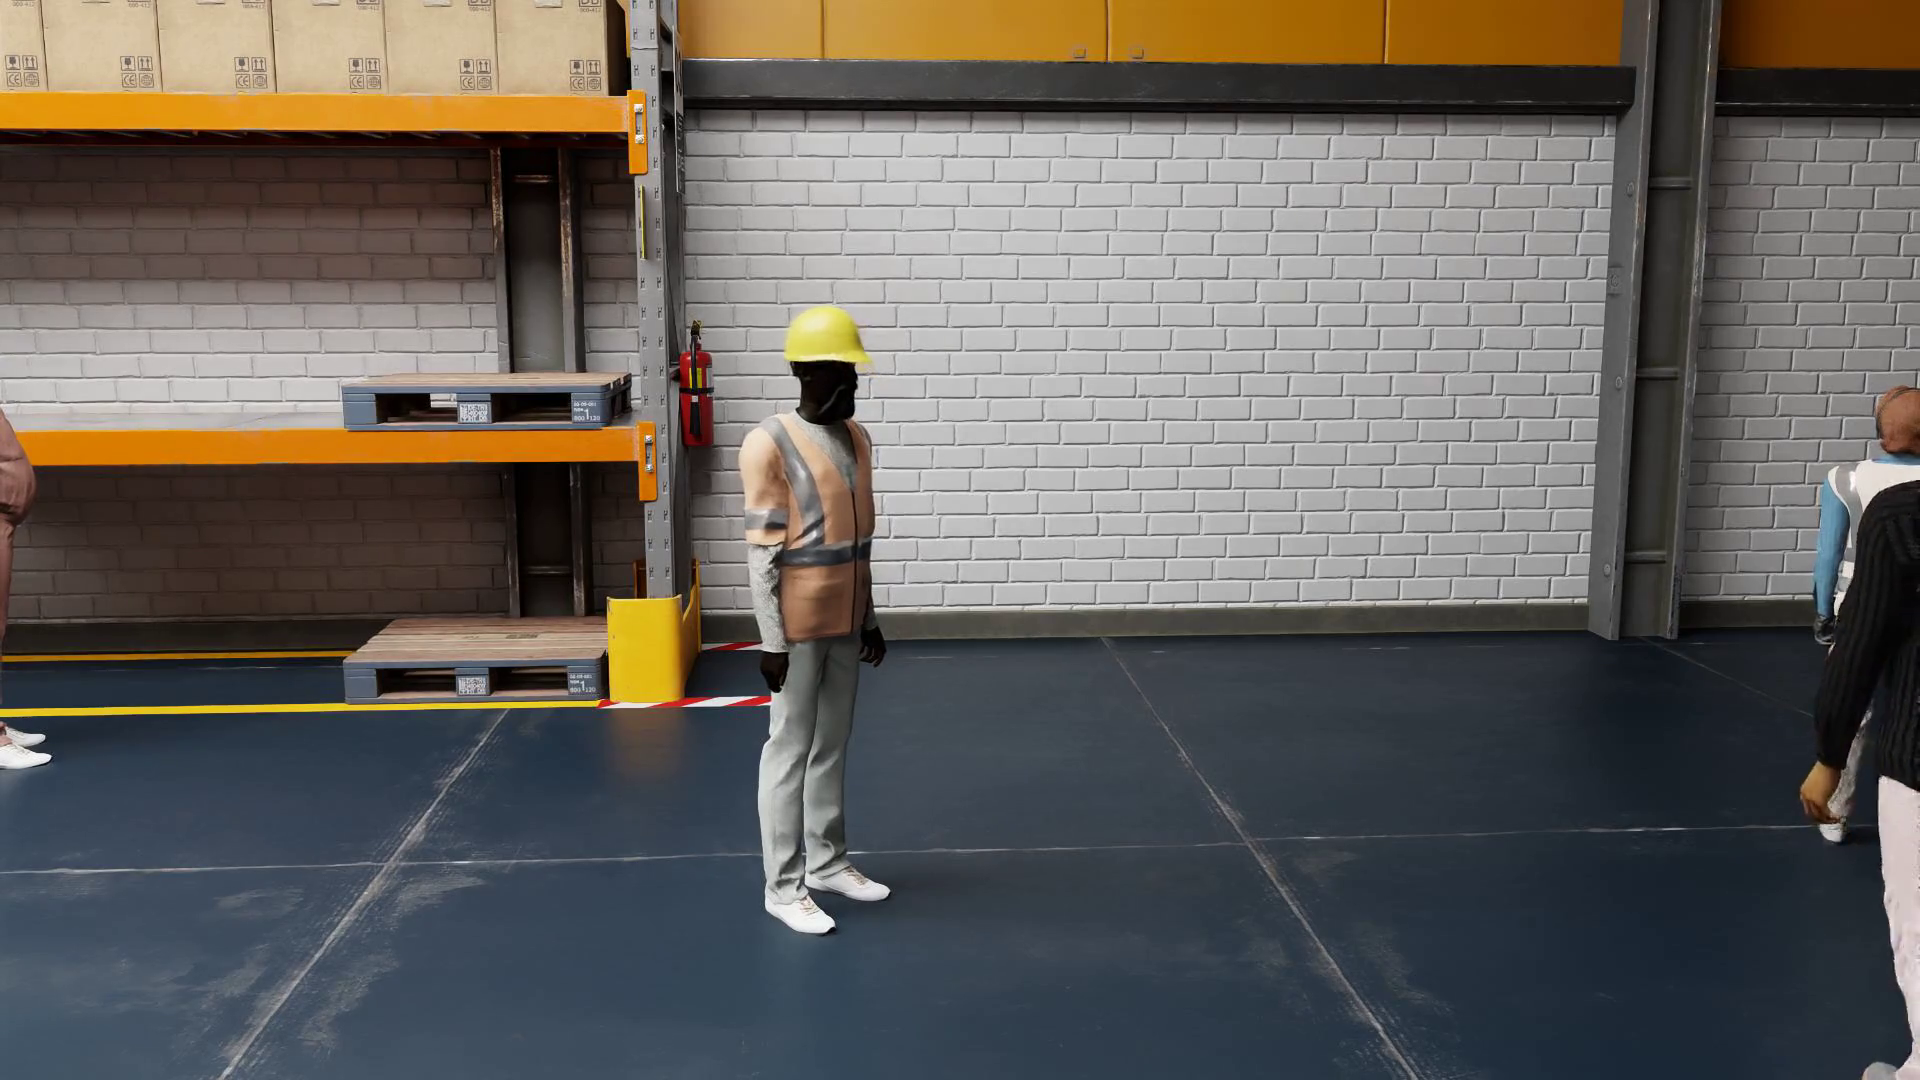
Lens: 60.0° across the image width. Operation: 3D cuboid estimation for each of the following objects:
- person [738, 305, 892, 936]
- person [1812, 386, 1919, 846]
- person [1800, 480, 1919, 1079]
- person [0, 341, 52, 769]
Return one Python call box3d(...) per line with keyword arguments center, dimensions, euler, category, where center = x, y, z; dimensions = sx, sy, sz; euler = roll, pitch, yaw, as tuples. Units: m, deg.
box3d(center=(-0.434, 0.239, 5.206), dimensions=(0.366, 1.930, 0.585), euler=(5, 10, 30), category="person")
box3d(center=(3.254, 0.289, 5.800), dimensions=(0.523, 1.639, 0.306), euler=(6, 11, 35), category="person")
box3d(center=(2.170, 0.496, 3.503), dimensions=(0.604, 1.962, 0.980), euler=(1, 9, 5), category="person")
box3d(center=(-4.022, -0.014, 6.854), dimensions=(0.408, 1.913, 0.644), euler=(-5, 10, -30), category="person")
